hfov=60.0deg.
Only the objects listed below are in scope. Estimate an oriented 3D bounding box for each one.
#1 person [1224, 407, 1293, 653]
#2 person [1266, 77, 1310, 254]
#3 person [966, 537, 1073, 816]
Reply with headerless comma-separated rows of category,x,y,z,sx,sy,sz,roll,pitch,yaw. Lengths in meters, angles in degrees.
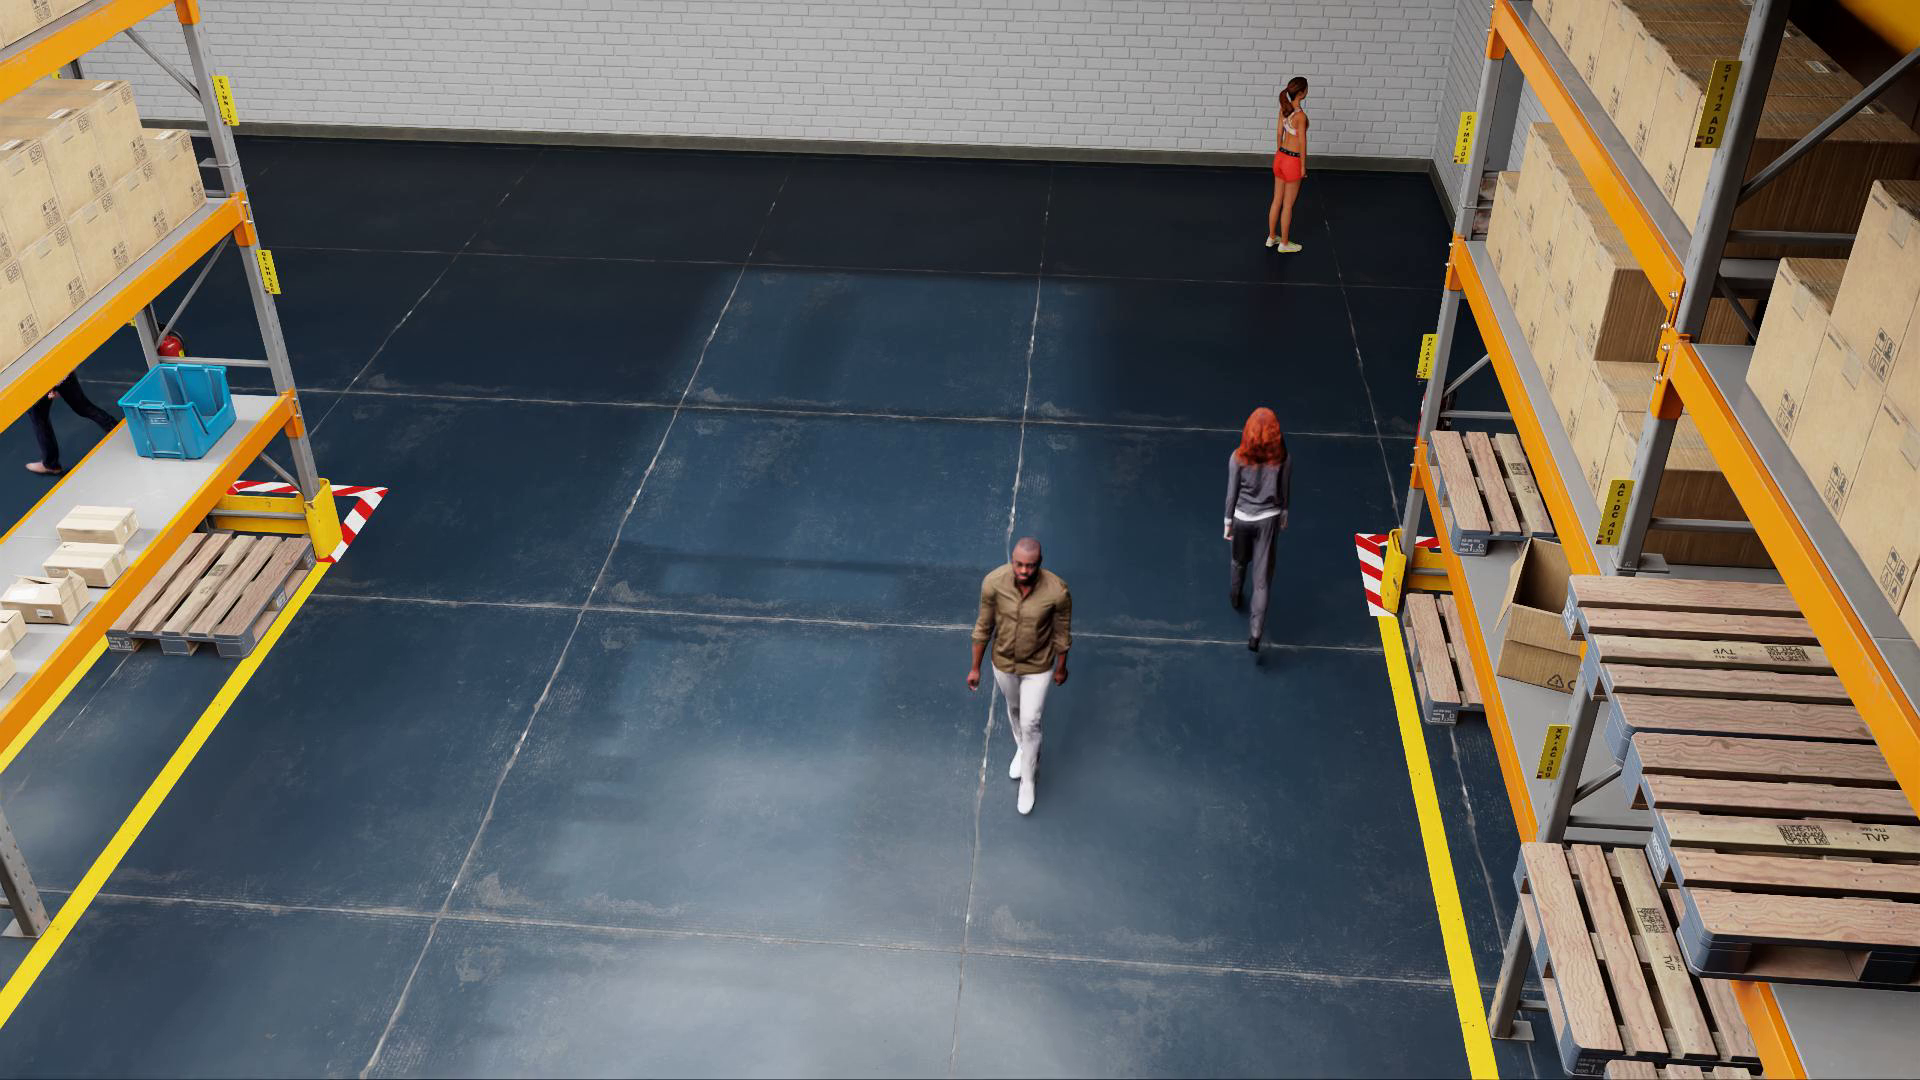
person,2.000,-0.051,11.206,0.615,1.745,1.147,4,34,6
person,3.320,-3.789,16.787,0.736,1.792,0.657,-16,37,-23
person,0.400,0.689,10.038,0.856,1.804,0.939,12,35,17
